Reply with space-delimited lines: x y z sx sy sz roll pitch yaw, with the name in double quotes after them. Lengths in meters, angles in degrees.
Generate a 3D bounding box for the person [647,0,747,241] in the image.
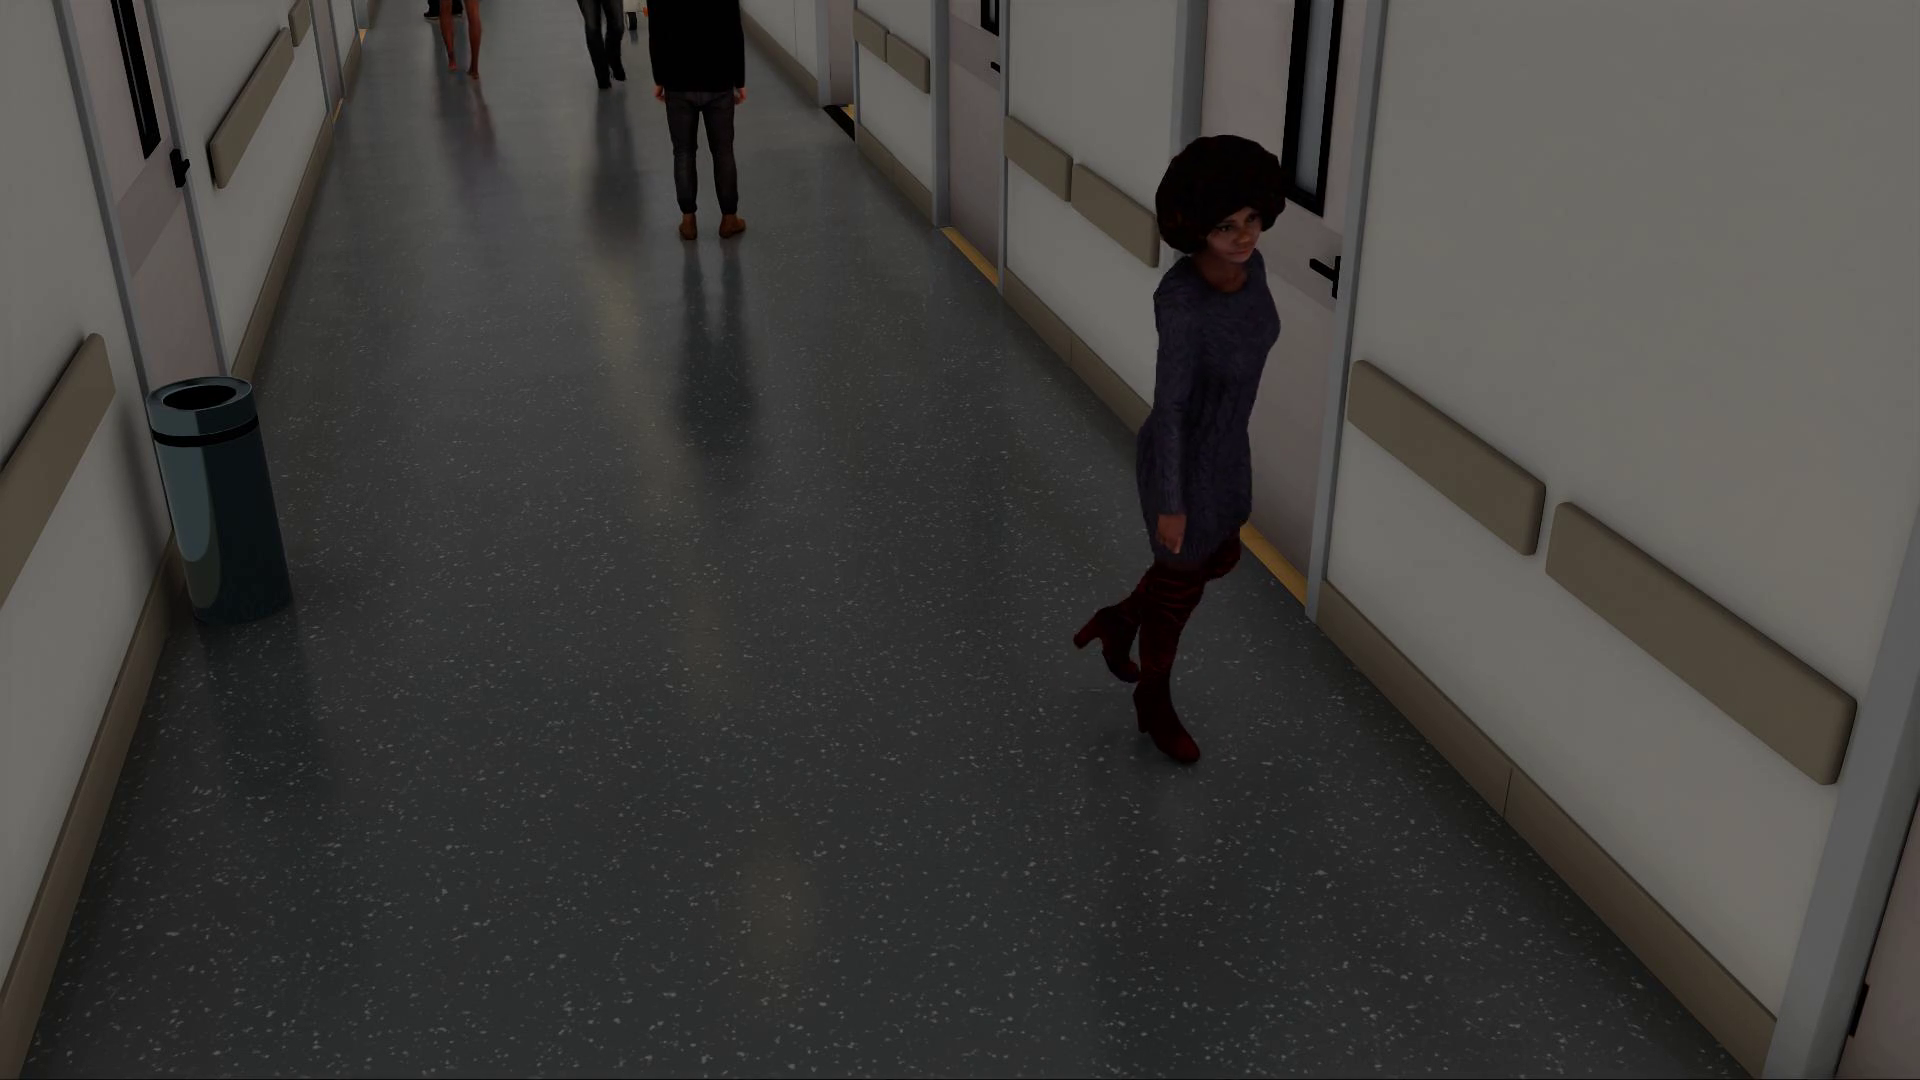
-1.406 -2.488 8.916 0.540 1.722 0.754 -1 26 -2 "person"

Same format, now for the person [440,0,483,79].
-3.947 -4.522 13.149 0.720 1.708 0.726 -10 28 -20 "person"

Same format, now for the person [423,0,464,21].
-5.114 -5.986 16.070 0.622 1.809 0.787 -19 31 -34 "person"

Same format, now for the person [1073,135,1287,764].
0.559 -0.189 4.191 0.956 1.685 0.923 13 29 25 "person"

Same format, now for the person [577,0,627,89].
-2.845 -4.444 12.887 0.594 1.796 0.754 -9 27 -17 "person"
